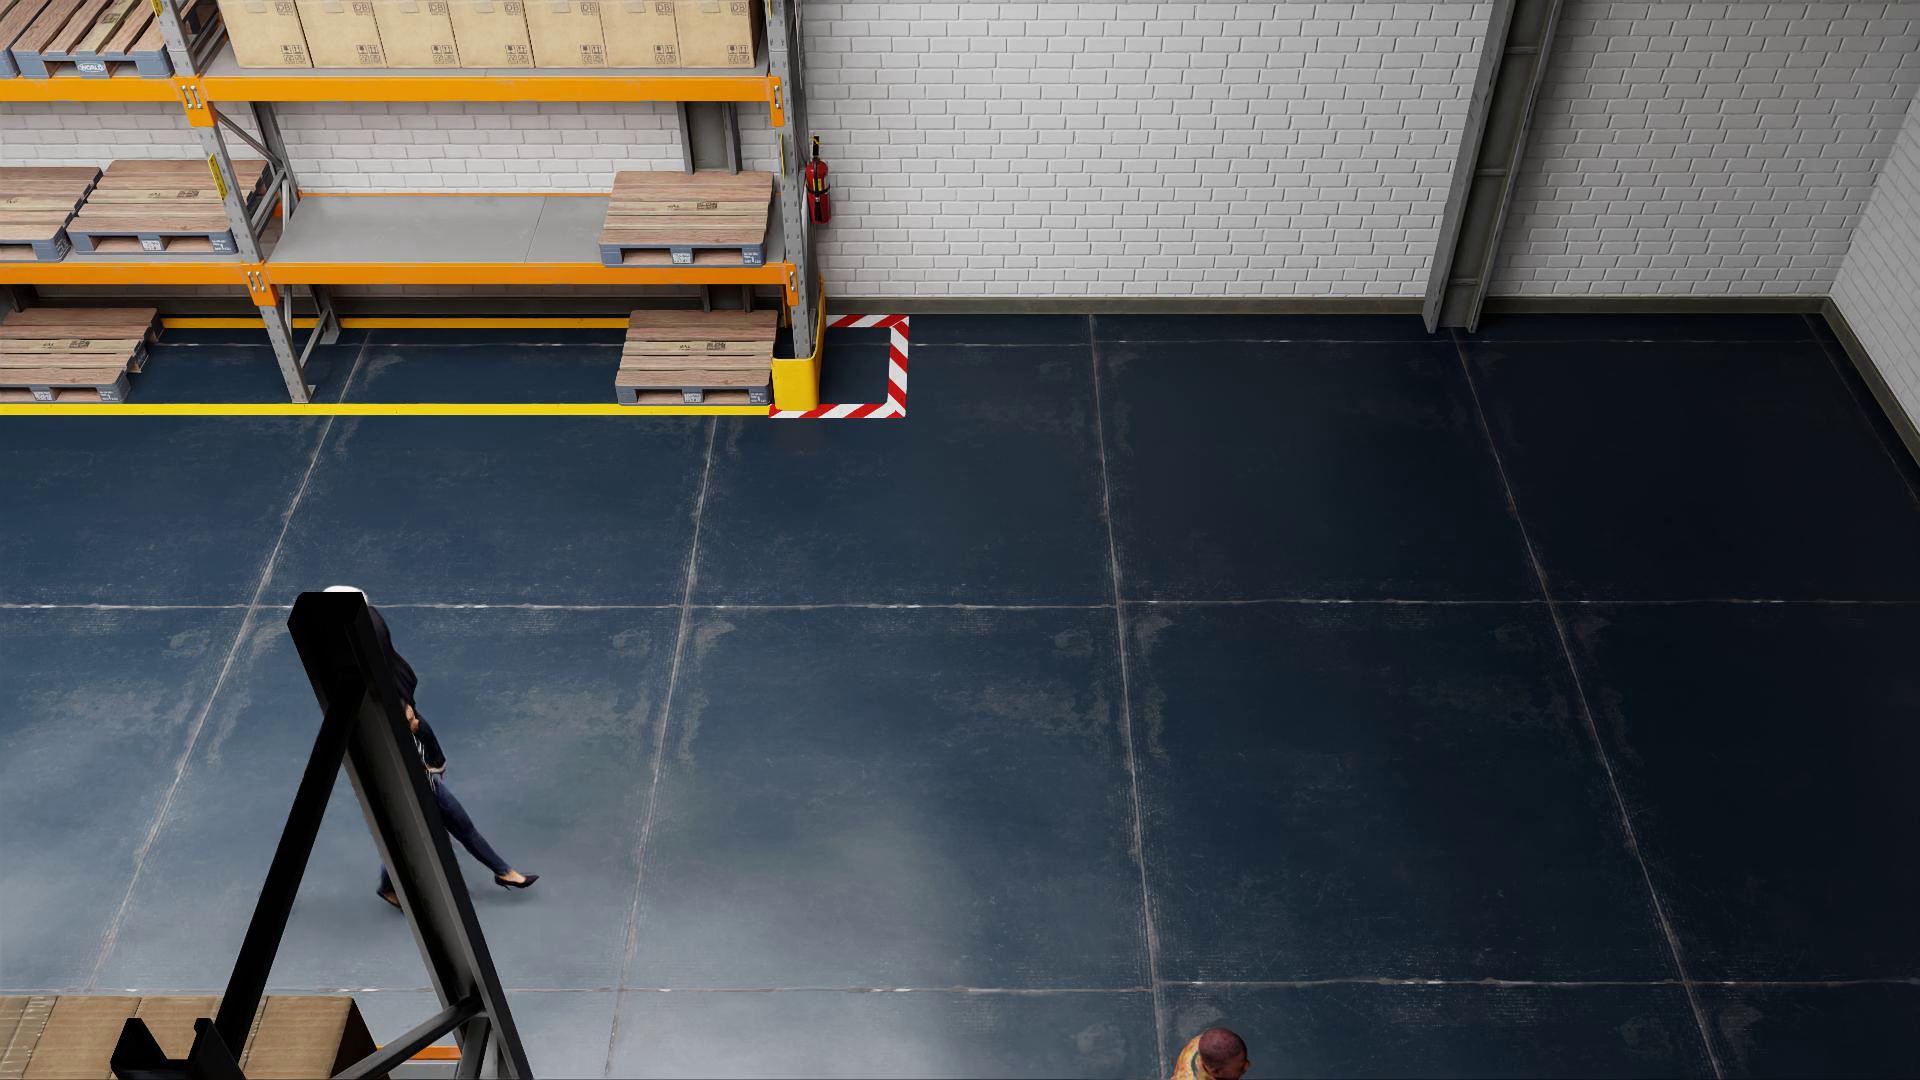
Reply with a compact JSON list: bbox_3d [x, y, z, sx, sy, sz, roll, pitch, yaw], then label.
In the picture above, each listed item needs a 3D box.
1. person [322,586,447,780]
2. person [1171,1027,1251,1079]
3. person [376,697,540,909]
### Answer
[{"bbox_3d":[-3.130,0.823,9.073,0.649,1.778,0.751,7,44,8],"label":"person"},{"bbox_3d":[1.009,2.779,7.784,0.865,1.789,0.816,14,45,14],"label":"person"},{"bbox_3d":[-3.073,1.516,9.151,1.166,1.732,0.686,-4,44,-4],"label":"person"}]
